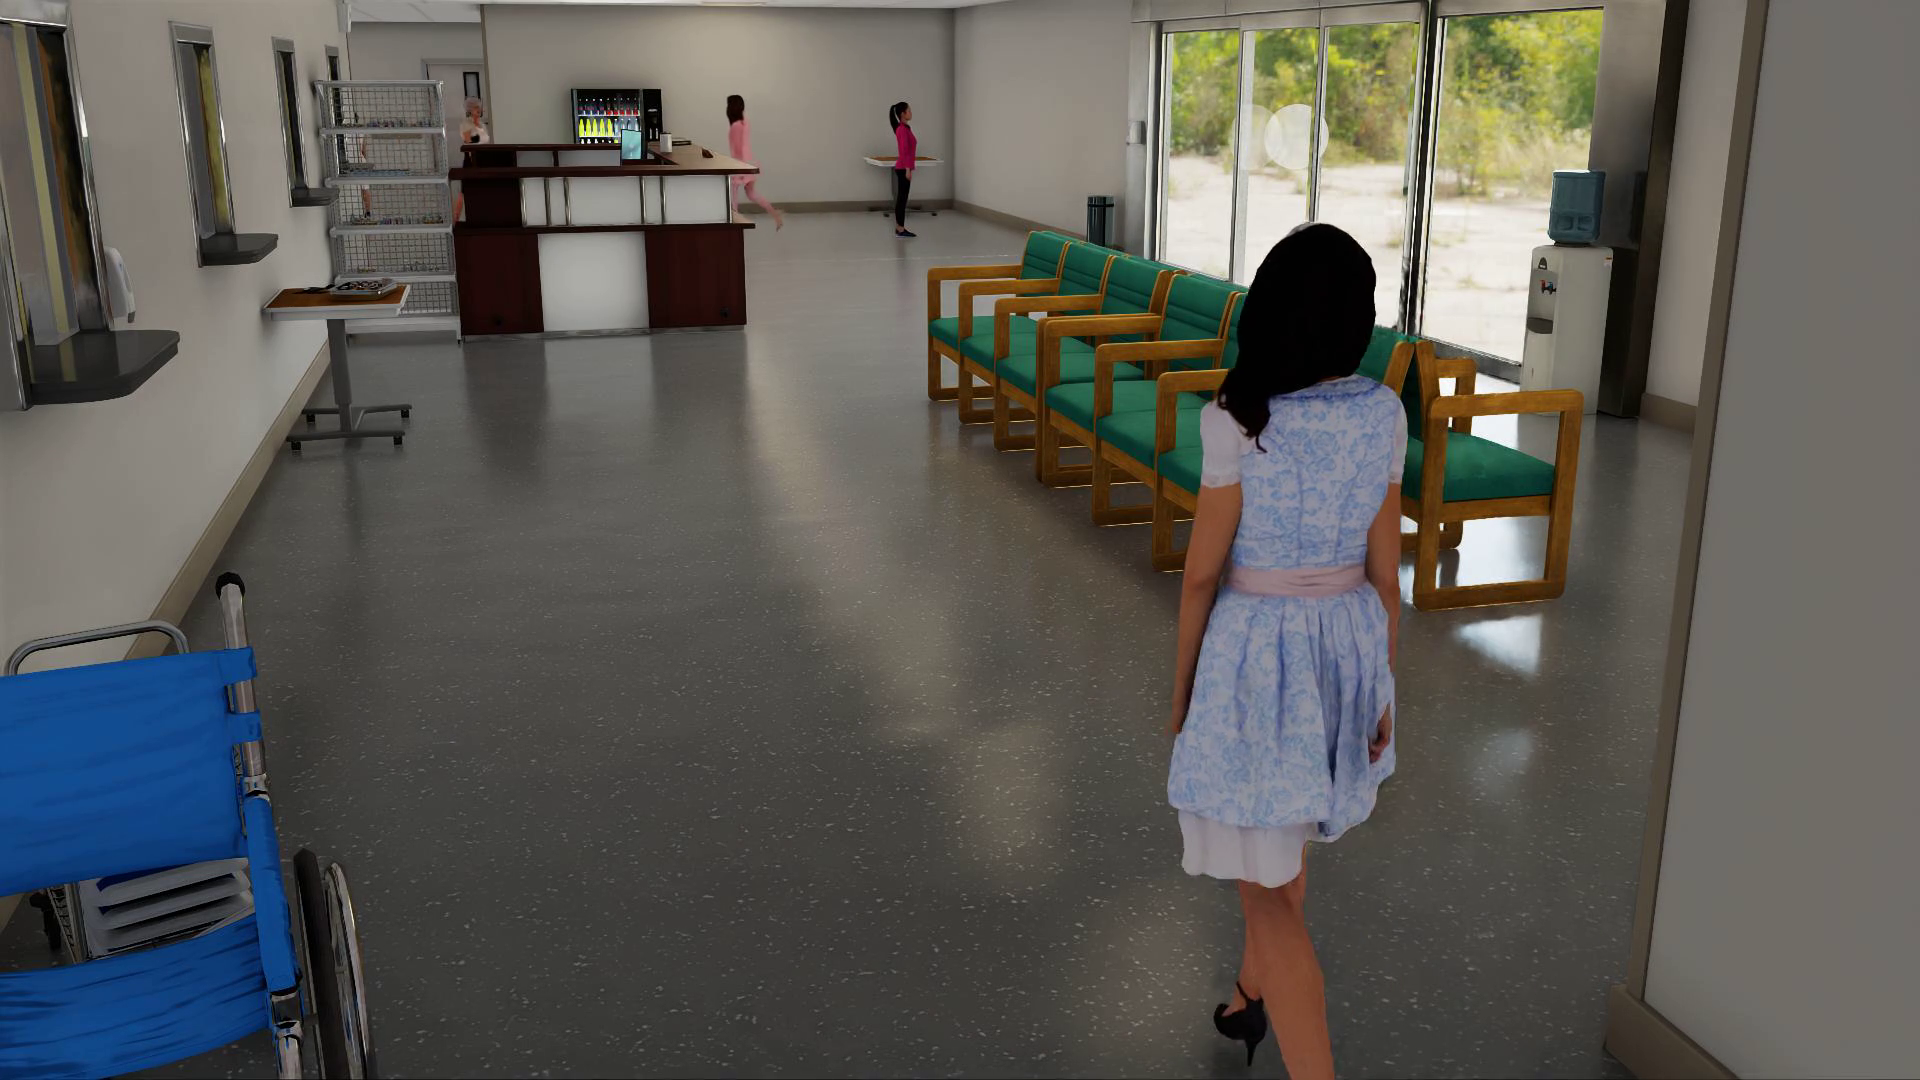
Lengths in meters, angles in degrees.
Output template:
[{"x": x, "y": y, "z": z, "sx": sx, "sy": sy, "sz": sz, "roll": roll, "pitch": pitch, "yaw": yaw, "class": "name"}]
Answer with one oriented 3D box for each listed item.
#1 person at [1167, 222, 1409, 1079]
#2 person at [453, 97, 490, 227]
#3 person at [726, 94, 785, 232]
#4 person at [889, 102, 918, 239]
[{"x": 0.632, "y": 0.360, "z": 3.071, "sx": 1.130, "sy": 1.786, "sz": 0.805, "roll": -2, "pitch": 16, "yaw": -7, "class": "person"}, {"x": -6.341, "y": -4.790, "z": 21.482, "sx": 1.188, "sy": 1.707, "sz": 1.051, "roll": 6, "pitch": 17, "yaw": 21, "class": "person"}, {"x": -2.649, "y": -4.672, "z": 20.956, "sx": 1.194, "sy": 1.766, "sz": 1.013, "roll": 5, "pitch": 17, "yaw": 19, "class": "person"}, {"x": -0.730, "y": -4.760, "z": 21.392, "sx": 0.620, "sy": 1.698, "sz": 0.624, "roll": -1, "pitch": 16, "yaw": -5, "class": "person"}]
